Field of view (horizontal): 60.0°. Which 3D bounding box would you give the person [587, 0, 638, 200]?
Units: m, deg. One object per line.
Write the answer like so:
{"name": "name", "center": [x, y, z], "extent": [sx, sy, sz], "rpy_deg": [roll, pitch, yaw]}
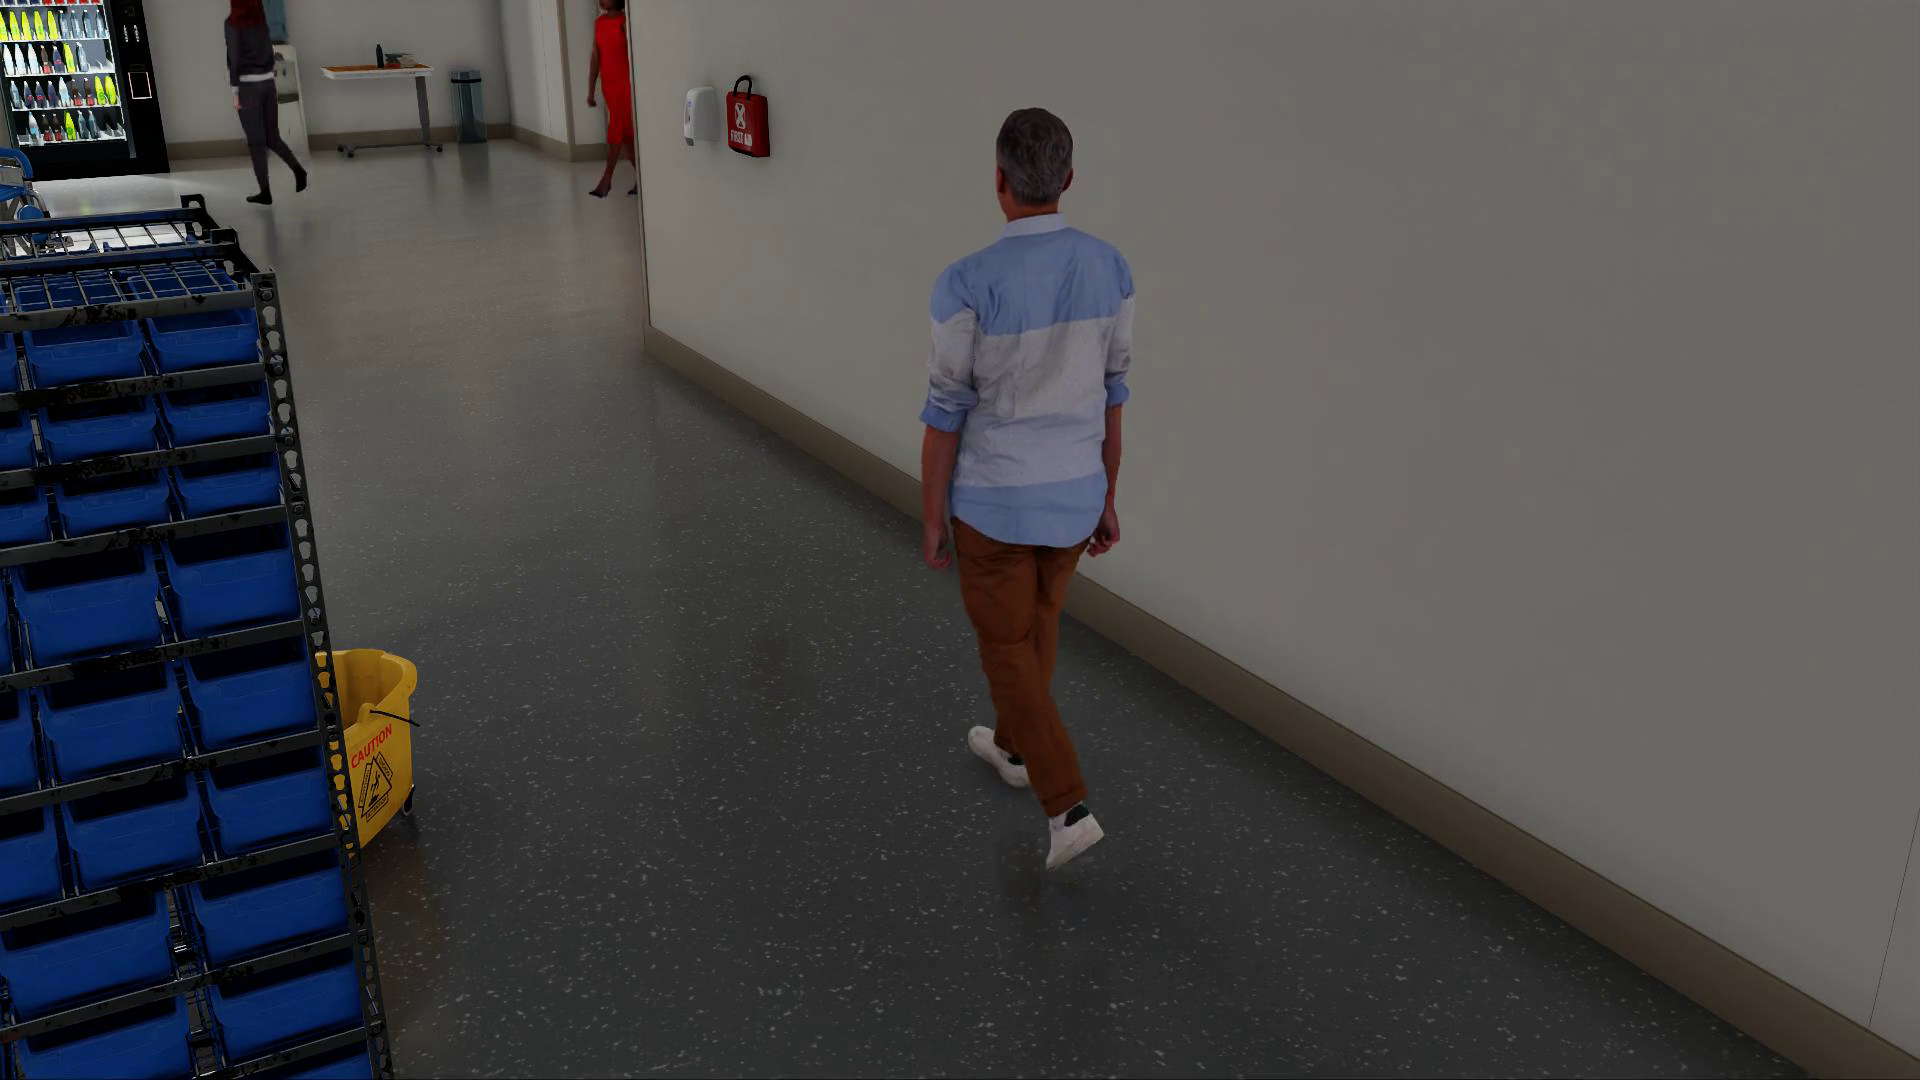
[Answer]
{"name": "person", "center": [-2.720, -3.643, 13.530], "extent": [0.867, 1.712, 1.094], "rpy_deg": [14, 25, 33]}

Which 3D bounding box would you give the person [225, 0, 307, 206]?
{"name": "person", "center": [-5.508, -3.536, 13.163], "extent": [0.904, 1.770, 0.872], "rpy_deg": [9, 23, 22]}

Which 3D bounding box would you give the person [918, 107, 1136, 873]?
{"name": "person", "center": [0.196, -0.078, 3.995], "extent": [1.078, 1.798, 0.811], "rpy_deg": [-9, 23, -23]}
